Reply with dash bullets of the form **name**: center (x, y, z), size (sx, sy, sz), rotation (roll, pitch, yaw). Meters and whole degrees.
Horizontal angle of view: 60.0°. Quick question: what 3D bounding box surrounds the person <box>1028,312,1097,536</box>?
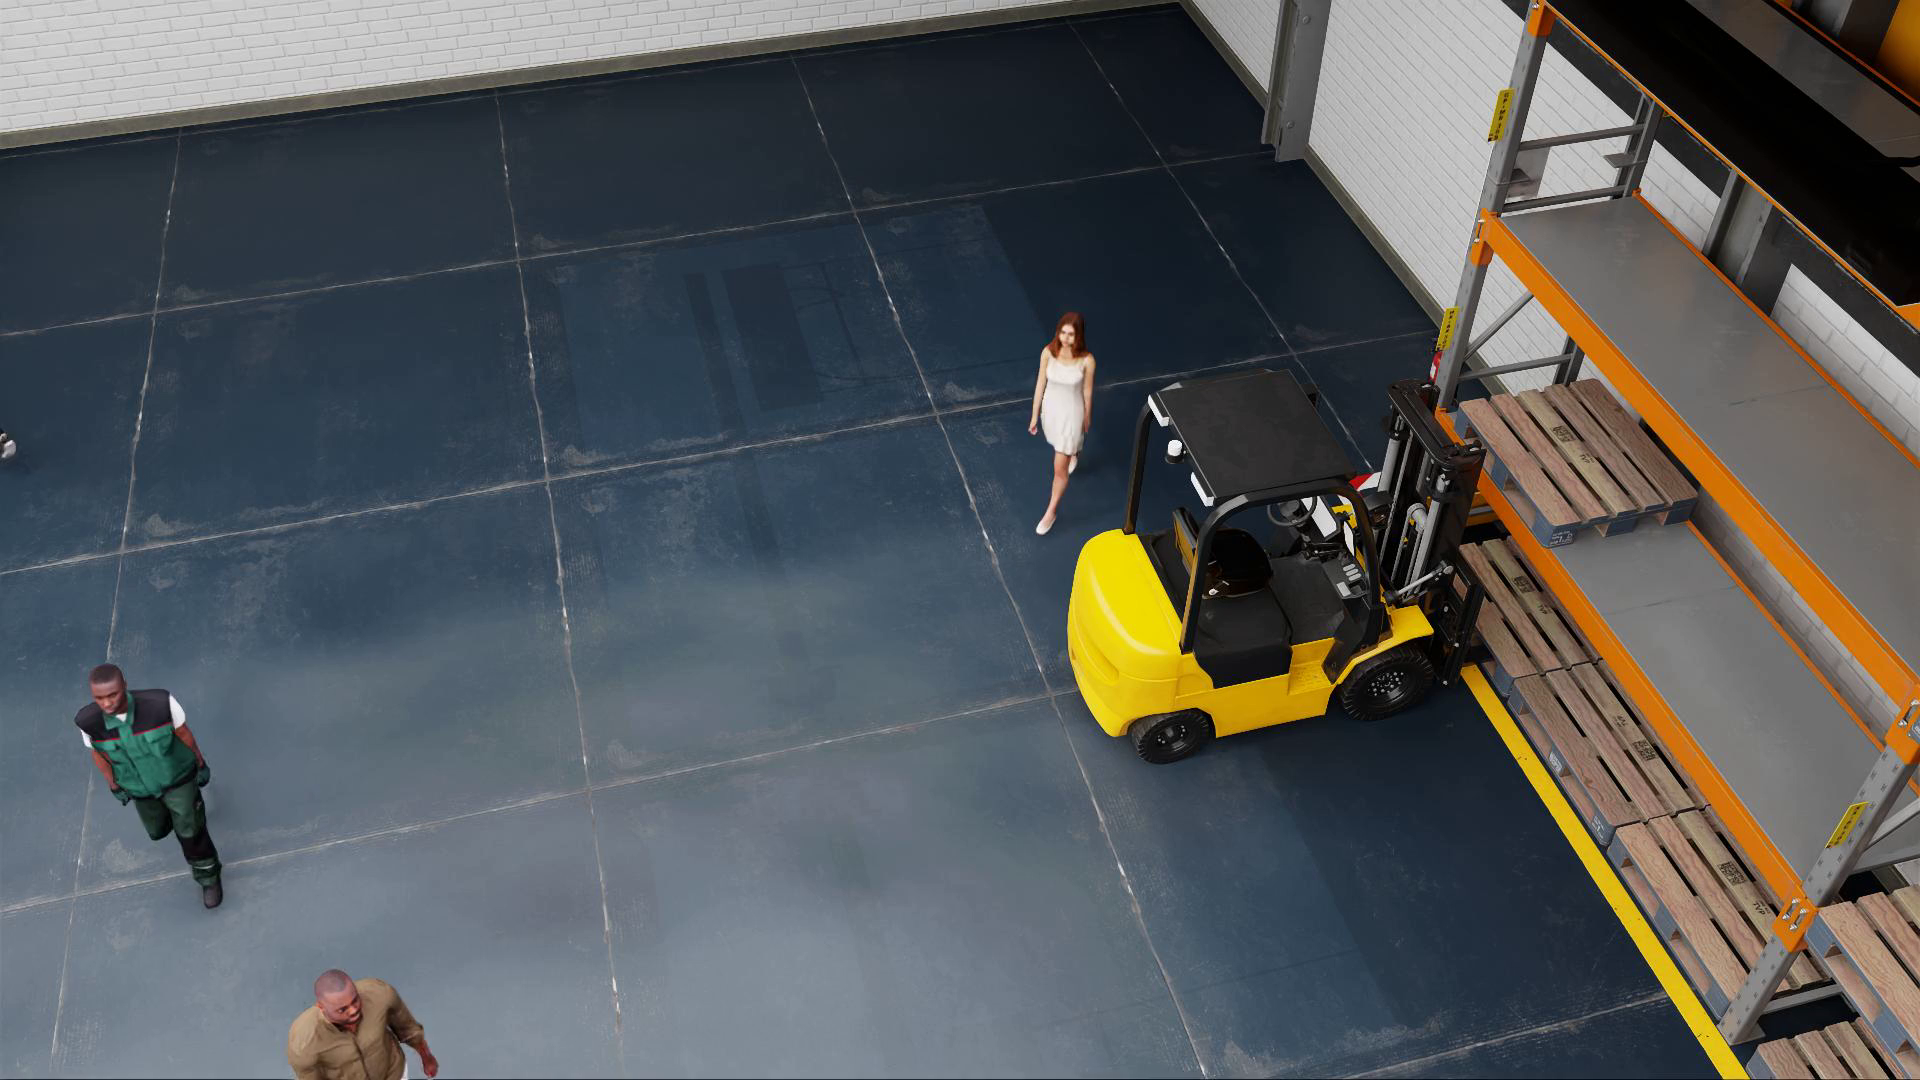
- **person**: center (0.747, -0.938, 11.709), size (1.061, 1.679, 1.172), rotation (19, 47, 19)

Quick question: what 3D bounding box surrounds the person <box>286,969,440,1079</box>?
- **person**: center (-2.879, 2.544, 7.958), size (0.894, 1.811, 0.879), rotation (31, 52, 29)

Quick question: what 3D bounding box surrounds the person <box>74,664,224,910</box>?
- **person**: center (-4.470, 1.266, 9.294), size (0.711, 1.819, 1.008), rotation (-13, 45, -14)
